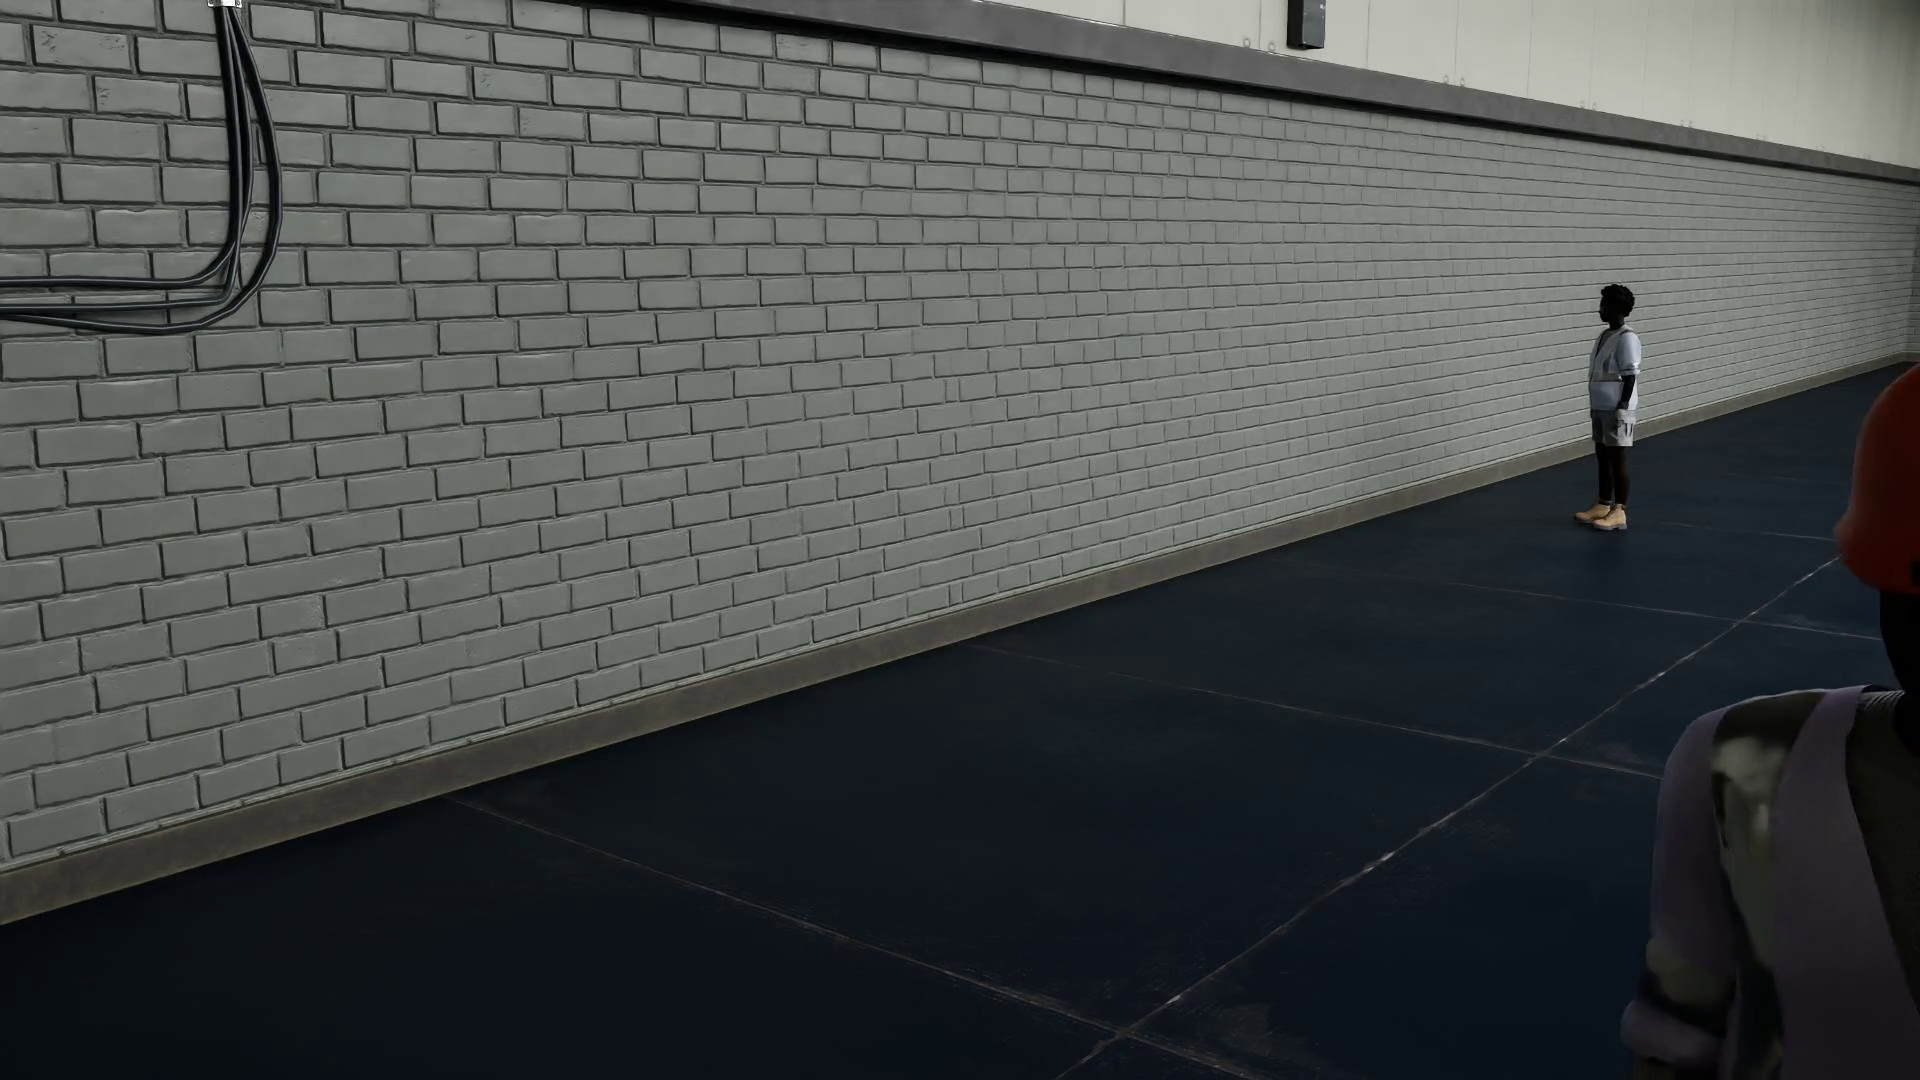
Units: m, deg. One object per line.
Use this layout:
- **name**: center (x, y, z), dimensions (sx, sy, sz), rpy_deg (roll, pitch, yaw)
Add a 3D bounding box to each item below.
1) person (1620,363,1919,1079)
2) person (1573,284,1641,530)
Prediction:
- **person**: center (0.844, 0.780, 1.484), dimensions (0.551, 1.932, 0.378), rpy_deg (8, 13, 38)
- **person**: center (4.538, -0.928, 11.609), dimensions (0.315, 1.696, 0.541), rpy_deg (0, 10, 0)
